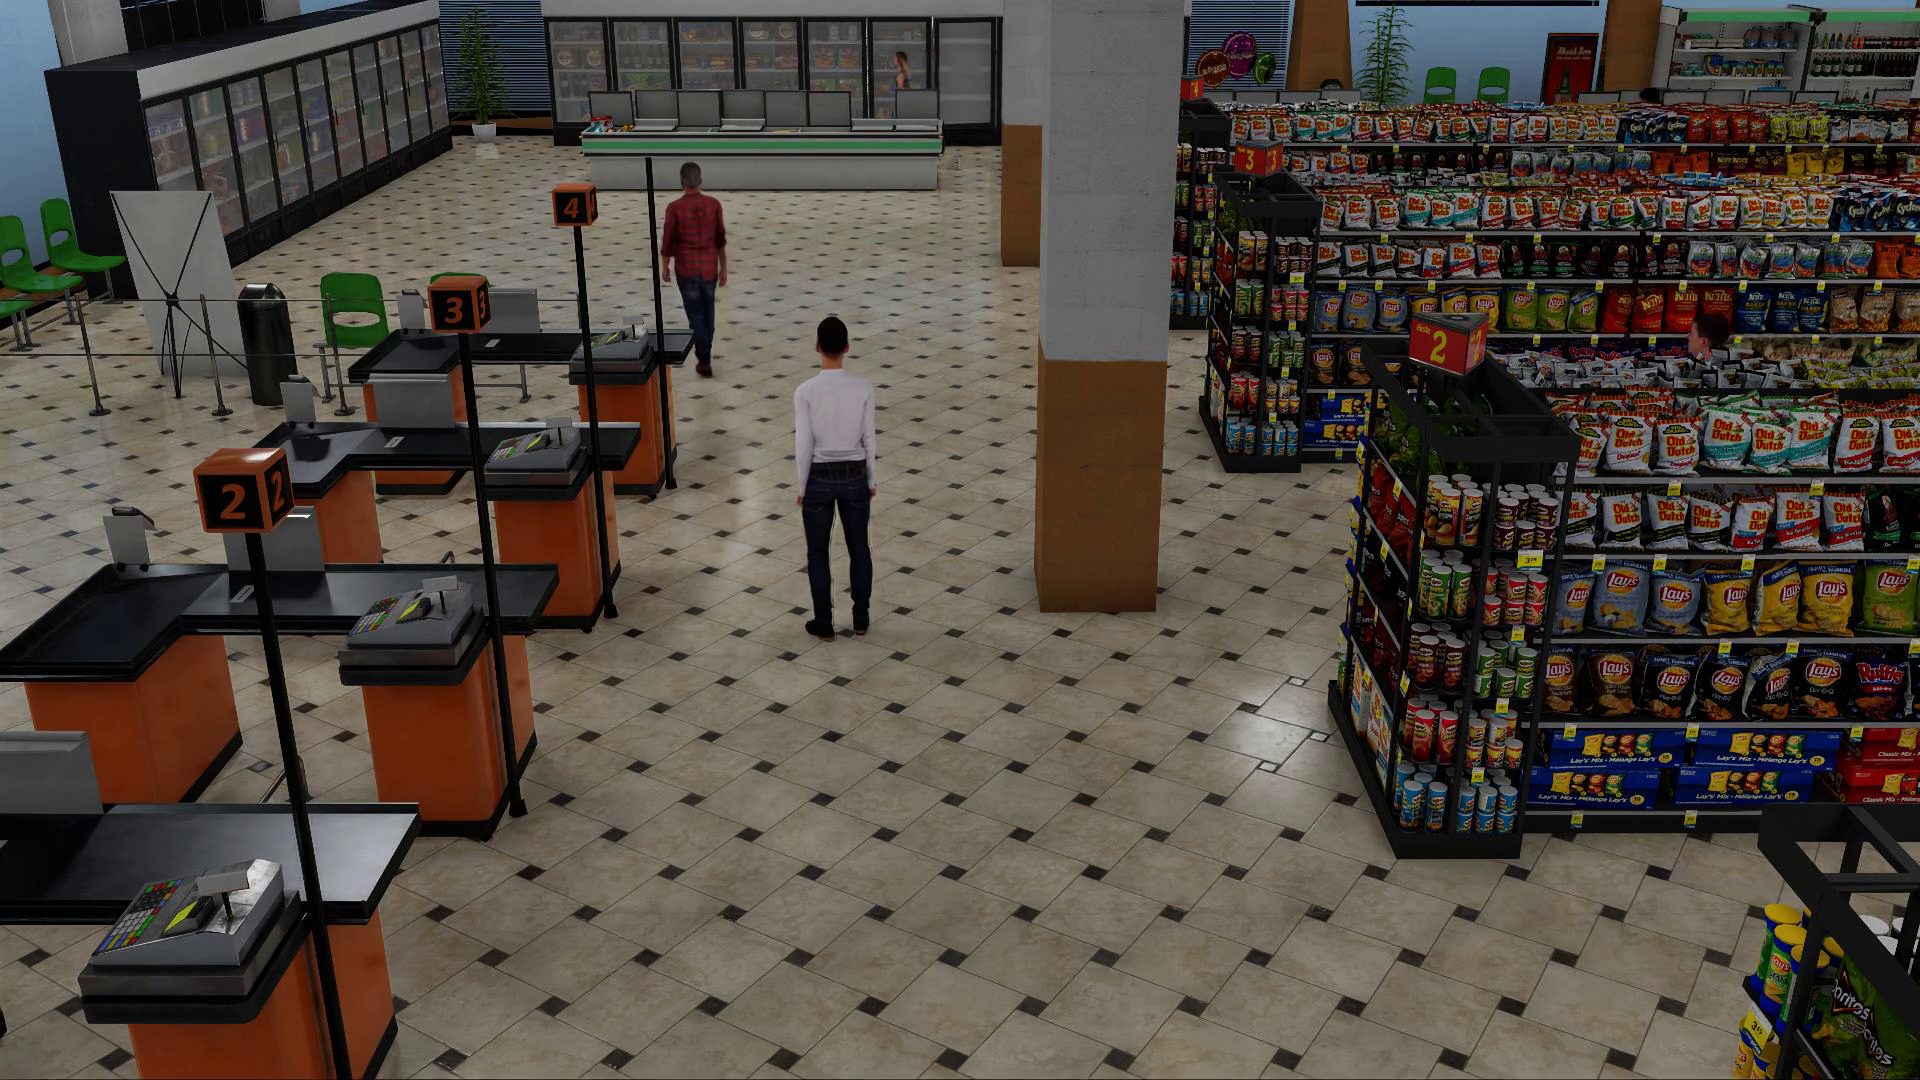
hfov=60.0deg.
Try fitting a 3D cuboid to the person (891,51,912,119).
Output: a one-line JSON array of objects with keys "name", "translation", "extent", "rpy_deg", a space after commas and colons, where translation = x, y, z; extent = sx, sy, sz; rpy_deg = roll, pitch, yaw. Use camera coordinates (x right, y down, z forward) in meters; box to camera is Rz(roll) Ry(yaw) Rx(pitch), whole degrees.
[{"name": "person", "translation": [-0.747, -6.310, 24.476], "extent": [0.583, 1.692, 0.594], "rpy_deg": [1, 22, 3]}]

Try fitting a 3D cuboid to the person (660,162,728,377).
[{"name": "person", "translation": [-2.248, -2.310, 14.365], "extent": [0.998, 1.808, 0.995], "rpy_deg": [-11, 24, -25]}]

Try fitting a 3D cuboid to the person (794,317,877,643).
[{"name": "person", "translation": [-0.696, -0.334, 9.359], "extent": [0.621, 1.874, 0.750], "rpy_deg": [-6, 23, -15]}]
